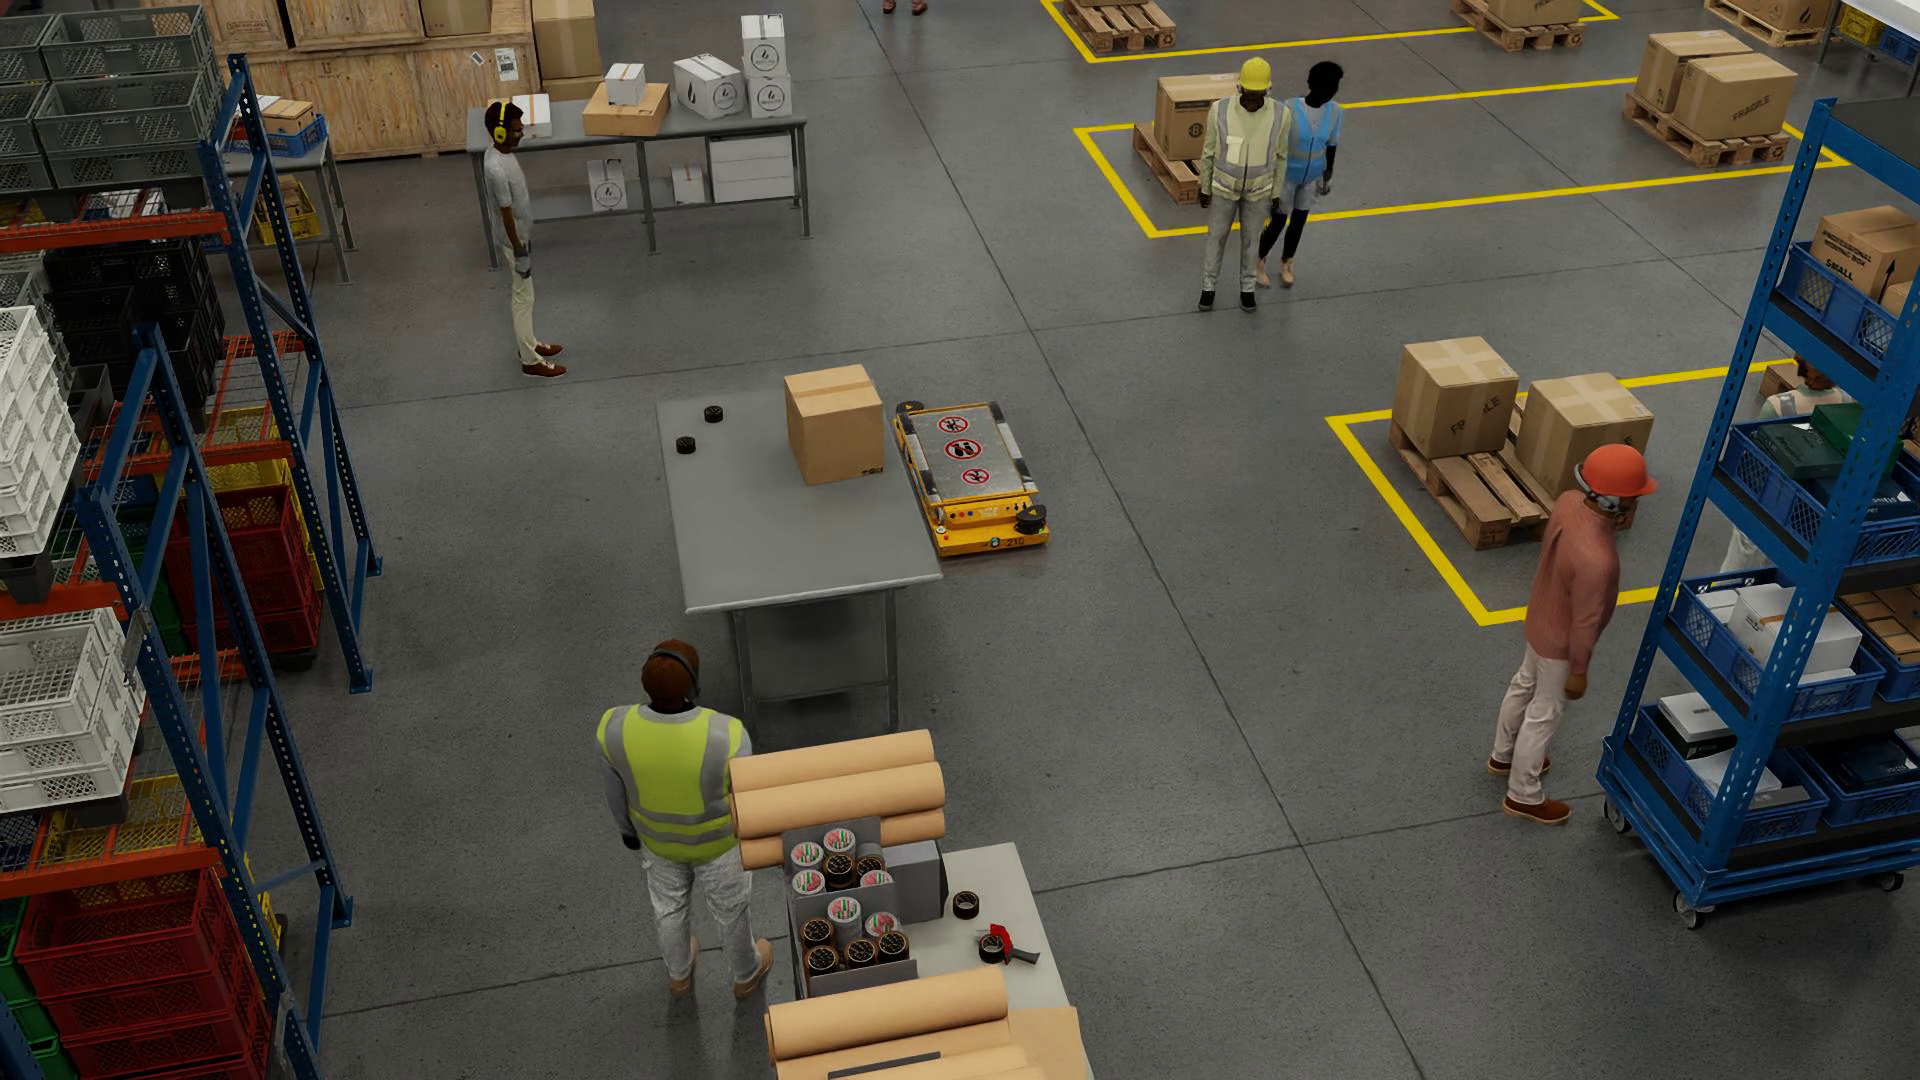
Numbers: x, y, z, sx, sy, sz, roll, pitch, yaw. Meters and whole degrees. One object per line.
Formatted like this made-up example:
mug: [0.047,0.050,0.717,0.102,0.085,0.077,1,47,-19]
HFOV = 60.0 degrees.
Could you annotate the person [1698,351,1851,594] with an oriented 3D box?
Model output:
person: [4.341,-0.321,8.830,0.507,1.631,0.311,-8,37,-11]

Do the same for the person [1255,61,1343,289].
person: [2.403,-2.602,11.860,0.564,1.680,0.352,-12,38,-16]

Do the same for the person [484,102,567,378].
person: [-2.862,-1.951,10.829,0.329,1.865,0.516,-9,38,-12]

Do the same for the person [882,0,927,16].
person: [-0.551,-6.181,16.489,0.657,1.901,0.396,8,37,10]

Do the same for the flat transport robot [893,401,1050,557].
flat transport robot: [0.046,-0.430,10.108,0.652,0.197,1.431,-8,37,-10]

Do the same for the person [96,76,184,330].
person: [-5.566,-2.231,11.191,0.342,1.877,0.586,-6,37,-9]

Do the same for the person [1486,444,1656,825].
person: [2.747,0.418,7.534,0.380,1.996,0.608,2,37,3]

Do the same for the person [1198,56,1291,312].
person: [1.950,-2.451,11.524,0.590,1.835,0.404,3,37,4]

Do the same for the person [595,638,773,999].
person: [-1.079,1.147,6.683,0.624,1.845,0.430,5,37,7]
